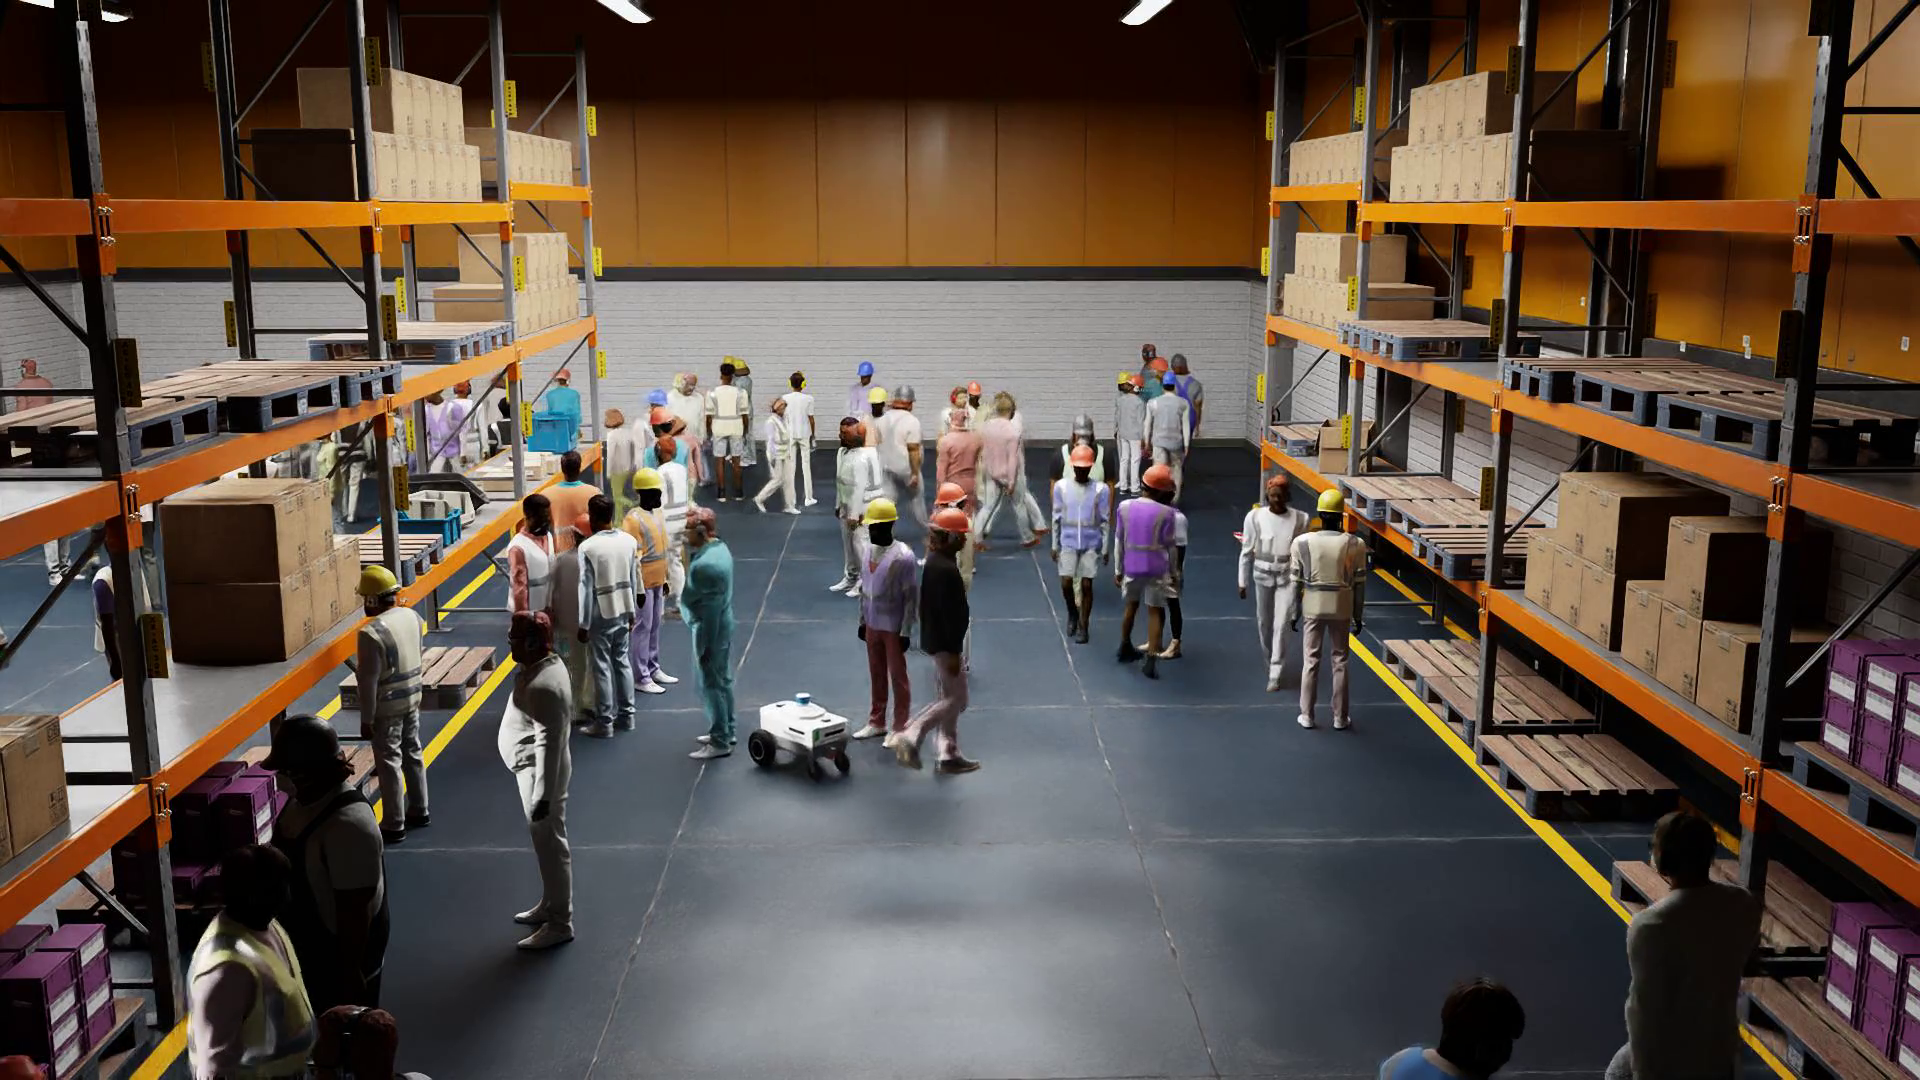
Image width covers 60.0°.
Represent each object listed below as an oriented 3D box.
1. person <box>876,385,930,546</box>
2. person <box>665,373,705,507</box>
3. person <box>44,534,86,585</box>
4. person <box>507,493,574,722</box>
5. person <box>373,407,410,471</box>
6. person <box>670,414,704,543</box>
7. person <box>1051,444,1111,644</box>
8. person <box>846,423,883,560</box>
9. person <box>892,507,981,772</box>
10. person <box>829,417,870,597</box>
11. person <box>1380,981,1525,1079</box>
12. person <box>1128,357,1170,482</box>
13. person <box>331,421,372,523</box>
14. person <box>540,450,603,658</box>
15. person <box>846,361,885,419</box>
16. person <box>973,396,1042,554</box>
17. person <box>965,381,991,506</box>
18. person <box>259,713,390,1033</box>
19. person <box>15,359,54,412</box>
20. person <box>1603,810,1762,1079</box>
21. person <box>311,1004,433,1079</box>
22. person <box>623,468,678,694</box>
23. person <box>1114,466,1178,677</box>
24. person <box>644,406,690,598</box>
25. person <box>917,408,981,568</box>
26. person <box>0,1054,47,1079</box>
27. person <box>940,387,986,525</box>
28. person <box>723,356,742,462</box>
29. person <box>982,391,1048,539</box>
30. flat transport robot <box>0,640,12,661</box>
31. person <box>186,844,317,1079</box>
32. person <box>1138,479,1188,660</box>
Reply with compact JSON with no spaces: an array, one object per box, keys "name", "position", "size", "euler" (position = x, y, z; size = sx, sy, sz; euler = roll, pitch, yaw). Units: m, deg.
[{"name":"person","position":[-0.631,-0.910,20.195],"size":[0.696,2.000,0.957],"euler":[10,15,40]},{"name":"person","position":[-3.905,-1.430,23.303],"size":[0.694,1.854,0.941],"euler":[-6,13,-26]},{"name":"person","position":[-9.892,-0.378,18.274],"size":[0.299,1.745,0.483],"euler":[0,11,1]},{"name":"person","position":[-3.349,0.571,13.116],"size":[0.410,1.909,0.593],"euler":[2,11,10]},{"name":"person","position":[-7.357,-1.036,21.572],"size":[0.492,1.746,0.284],"euler":[4,12,18]},{"name":"person","position":[-3.414,-0.748,20.446],"size":[0.531,1.613,0.379],"euler":[-9,14,-37]},{"name":"person","position":[1.140,0.040,15.726],"size":[0.574,1.920,0.406],"euler":[2,11,9]},{"name":"person","position":[-0.993,-0.324,17.730],"size":[0.384,1.861,0.654],"euler":[2,12,12]},{"name":"person","position":[-0.157,0.748,12.055],"size":[0.581,1.970,0.633],"euler":[-2,11,-9]},{"name":"person","position":[-1.141,-0.365,17.771],"size":[0.392,1.919,0.593],"euler":[-7,13,-33]},{"name":"person","position":[1.459,2.236,5.005],"size":[0.540,1.816,0.823],"euler":[-3,12,-14]},{"name":"person","position":[2.817,-1.708,24.414],"size":[0.624,1.970,0.834],"euler":[-8,14,-36]},{"name":"person","position":[-8.050,-1.050,21.993],"size":[0.530,1.591,0.847],"euler":[-3,12,-16]},{"name":"person","position":[-3.534,0.135,15.270],"size":[0.596,1.914,0.373],"euler":[-1,11,-6]},{"name":"person","position":[-1.368,-1.632,24.100],"size":[0.622,1.924,0.495],"euler":[4,12,21]},{"name":"person","position":[0.494,-0.779,19.948],"size":[1.009,1.896,0.624],"euler":[-11,15,-43]},{"name":"person","position":[0.189,-1.321,22.977],"size":[0.573,1.750,0.329],"euler":[-5,12,-24]},{"name":"person","position":[-2.723,1.702,7.100],"size":[0.536,2.000,0.683],"euler":[-9,14,-38]},{"name":"person","position":[-13.701,-1.722,24.606],"size":[0.410,1.909,0.642],"euler":[3,12,15]},{"name":"person","position":[2.673,1.917,6.375],"size":[0.648,1.889,0.968],"euler":[-4,12,-21]},{"name":"person","position":[-1.682,2.232,4.776],"size":[0.407,1.910,0.640],"euler":[0,11,-1]},{"name":"person","position":[-2.651,0.337,14.219],"size":[0.361,1.930,0.587],"euler":[2,11,11]},{"name":"person","position":[1.643,0.254,14.790],"size":[0.632,1.885,0.674],"euler":[6,13,26]},{"name":"person","position":[-3.130,-0.399,17.632],"size":[0.378,2.043,0.608],"euler":[7,13,32]},{"name":"person","position":[-0.115,-0.566,18.940],"size":[0.673,1.859,0.837],"euler":[-10,15,-41]},{"name":"person","position":[-2.731,2.324,4.752],"size":[0.565,1.729,0.643],"euler":[9,14,38]},{"name":"person","position":[-0.005,-1.128,21.914],"size":[0.592,1.803,0.961],"euler":[-11,16,-43]},{"name":"person","position":[-3.721,-2.131,27.098],"size":[0.322,1.737,0.488],"euler":[-7,13,-32]},{"name":"person","position":[0.627,-0.914,20.668],"size":[1.035,1.880,0.649],"euler":[-3,12,-13]},{"name":"flat transport robot","position":[-9.248,0.939,15.377],"size":[0.652,0.197,1.431],"euler":[-8,14,-36]},{"name":"person","position":[-2.639,2.022,6.110],"size":[0.537,1.808,0.689],"euler":[-2,11,-9]},{"name":"person","position":[1.872,0.245,15.262],"size":[0.320,1.698,0.537],"euler":[-7,13,-31]}]
